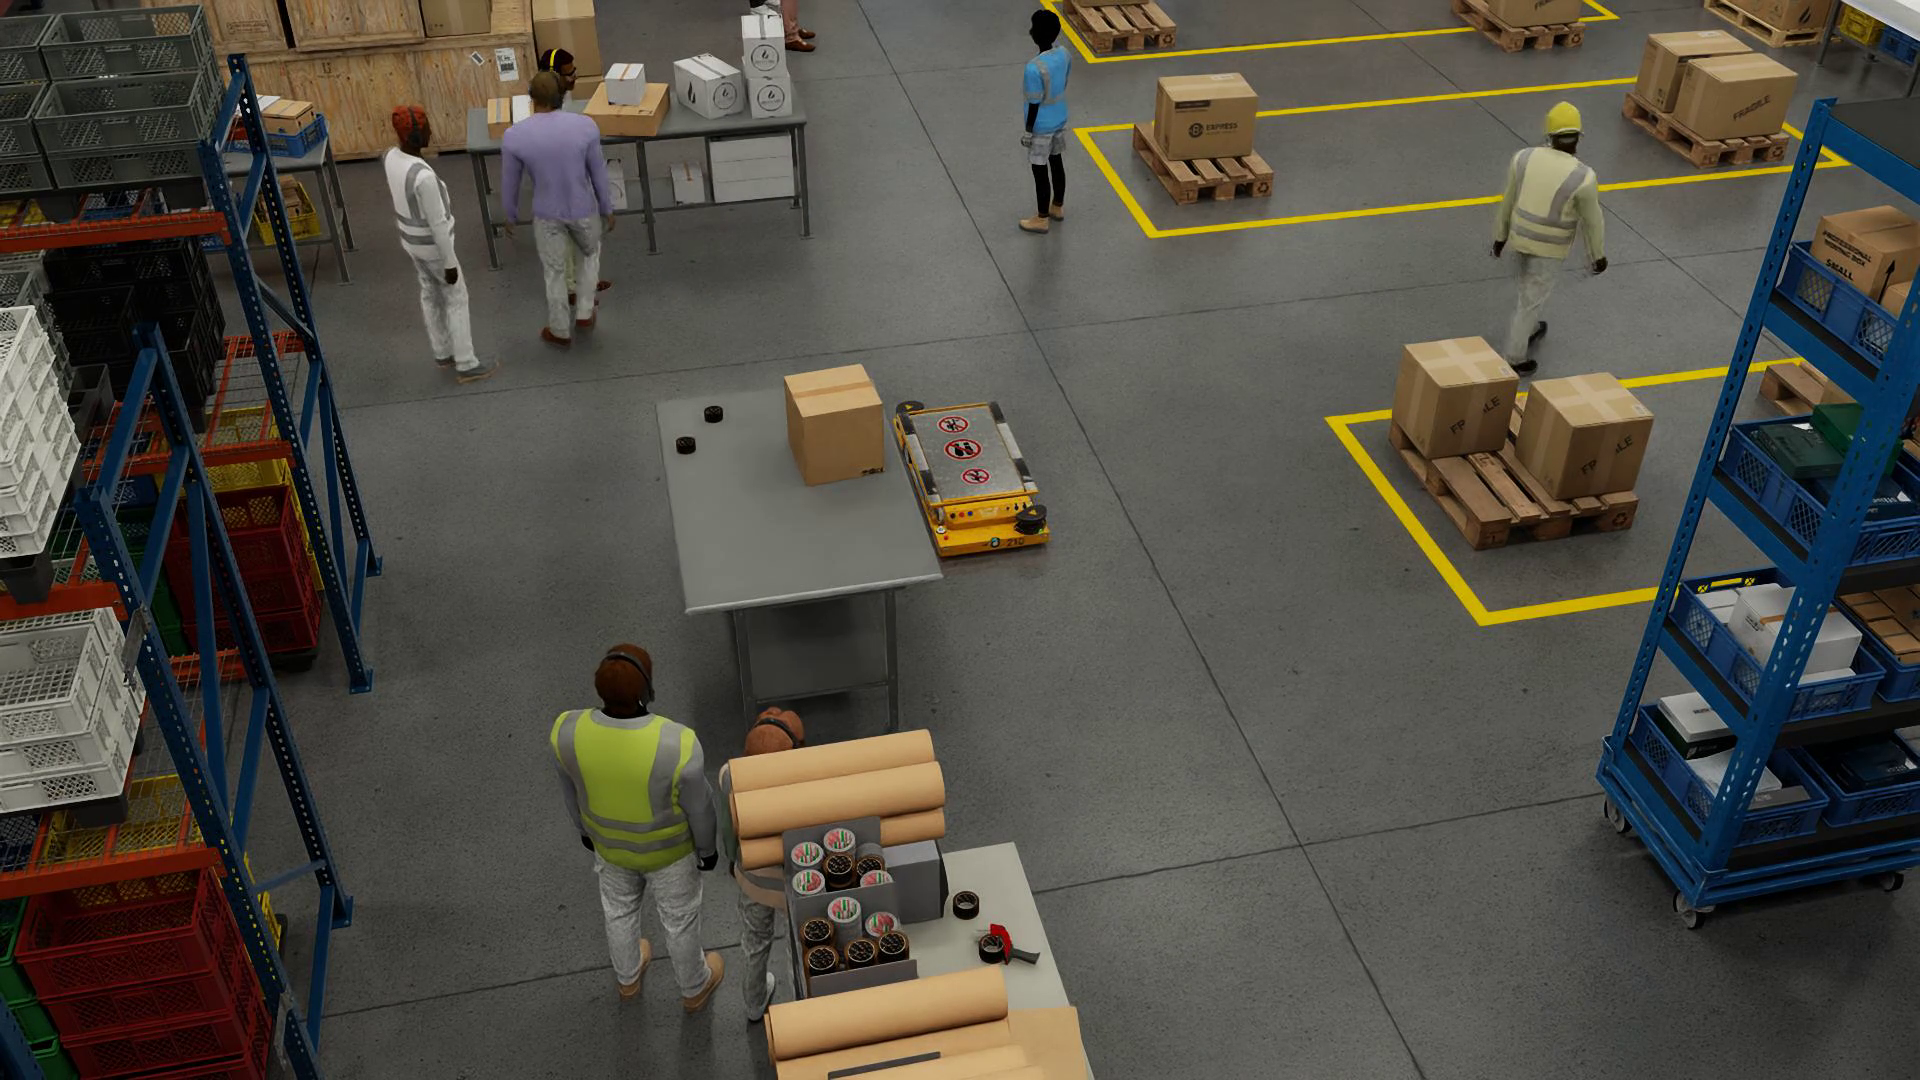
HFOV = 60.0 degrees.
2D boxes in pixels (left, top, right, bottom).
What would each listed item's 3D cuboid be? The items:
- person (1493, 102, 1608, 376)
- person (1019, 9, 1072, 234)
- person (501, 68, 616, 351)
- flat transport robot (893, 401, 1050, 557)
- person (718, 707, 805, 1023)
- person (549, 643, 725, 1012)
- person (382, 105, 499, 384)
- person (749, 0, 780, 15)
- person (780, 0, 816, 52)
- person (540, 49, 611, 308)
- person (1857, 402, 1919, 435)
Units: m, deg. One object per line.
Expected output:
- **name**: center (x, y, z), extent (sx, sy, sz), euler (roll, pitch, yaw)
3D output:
- **person**: center (3.918, -1.972, 10.910), extent (0.803, 1.791, 0.672), euler (-23, 43, -28)
- **person**: center (0.638, -3.164, 12.595), extent (0.318, 1.695, 0.540), euler (21, 42, 26)
- **person**: center (-2.688, -2.207, 11.127), extent (0.725, 1.914, 0.522), euler (-9, 38, -12)
- **flat transport robot**: center (0.046, -0.430, 10.108), extent (0.652, 0.197, 1.431), euler (-8, 37, -10)
- **person**: center (-0.713, 1.345, 6.598), extent (0.528, 1.628, 0.324), euler (18, 40, 22)
- **person**: center (-1.254, 1.172, 6.660), extent (0.629, 1.837, 0.430), euler (7, 37, 10)
- **person**: center (-3.399, -1.910, 10.763), extent (0.385, 1.881, 0.581), euler (-28, 45, -32)
- **person**: center (-2.006, -6.205, 16.500), extent (0.388, 1.919, 0.592), euler (6, 37, 9)
- **person**: center (-1.569, -5.631, 15.742), extent (0.399, 1.905, 0.642), euler (-1, 37, -1)
- **person**: center (-2.723, -2.510, 11.586), extent (0.322, 1.862, 0.510), euler (3, 37, 4)
- **person**: center (4.226, 0.103, 7.961), extent (0.398, 1.990, 0.622), euler (9, 38, 12)
